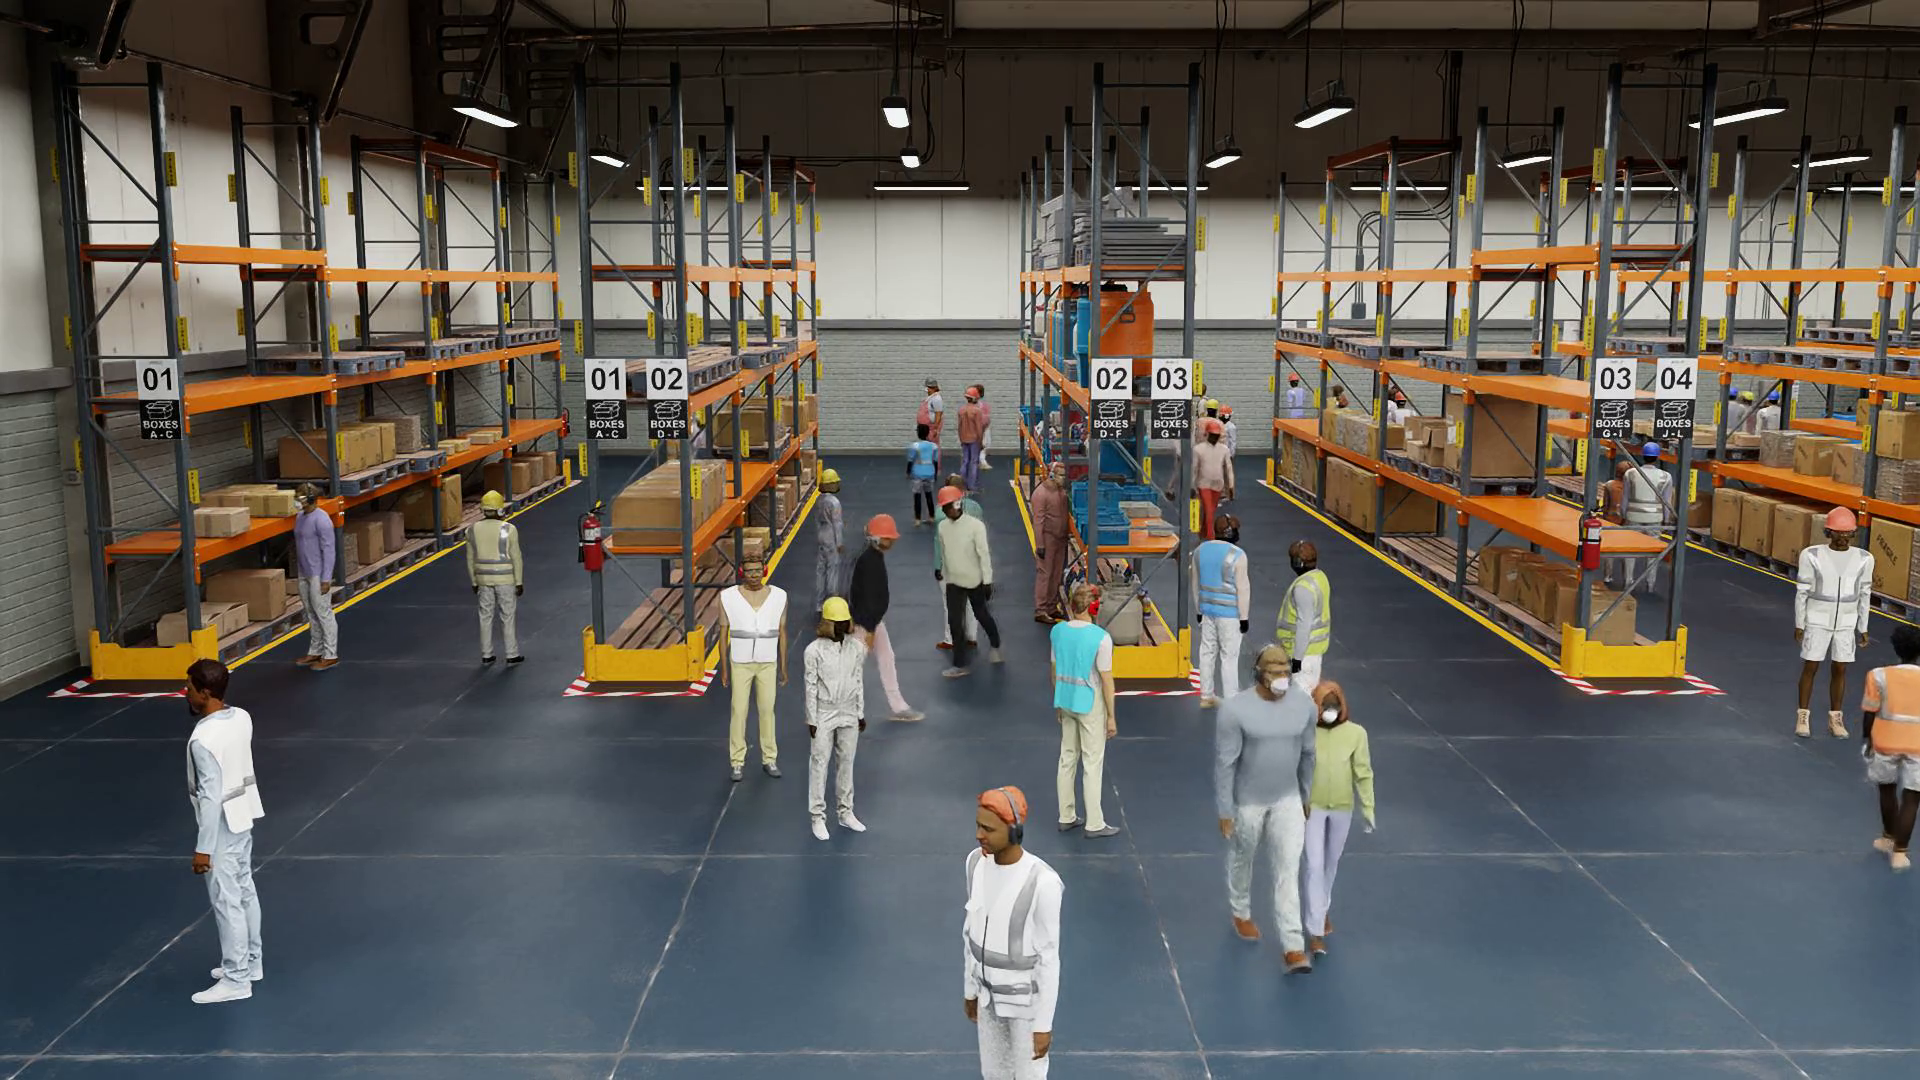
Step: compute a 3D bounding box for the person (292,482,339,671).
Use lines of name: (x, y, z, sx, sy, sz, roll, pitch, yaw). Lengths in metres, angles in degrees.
person: (-6.646, 0.367, 17.109, 0.636, 1.938, 0.355, 8, 12, 43)

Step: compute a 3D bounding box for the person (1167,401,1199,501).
person: (4.072, -1.587, 29.933, 0.639, 1.866, 0.964, -4, 10, -25)

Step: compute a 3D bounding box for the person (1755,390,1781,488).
person: (15.297, -1.856, 31.370, 0.607, 1.951, 0.381, 1, 9, 7)

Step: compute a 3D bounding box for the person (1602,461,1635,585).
person: (8.710, -0.221, 21.882, 0.528, 1.637, 0.356, 8, 12, 43)

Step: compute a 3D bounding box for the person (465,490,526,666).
person: (-4.796, 0.400, 17.226, 0.591, 1.837, 0.403, 1, 9, 8)

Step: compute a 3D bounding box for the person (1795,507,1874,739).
person: (7.602, 0.722, 14.489, 0.605, 2.045, 0.377, 2, 9, 13)

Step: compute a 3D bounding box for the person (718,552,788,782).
person: (-1.654, 0.999, 13.341, 0.567, 1.846, 0.389, -3, 9, -18)

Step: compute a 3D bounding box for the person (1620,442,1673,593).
person: (8.774, -0.279, 21.286, 0.613, 1.942, 0.406, 4, 10, 26)

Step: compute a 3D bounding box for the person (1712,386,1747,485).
person: (15.096, -2.047, 32.649, 0.648, 1.930, 0.463, 3, 9, 19)

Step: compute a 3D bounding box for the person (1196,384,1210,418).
person: (5.125, -2.391, 35.185, 0.348, 1.839, 0.503, 3, 9, 20)

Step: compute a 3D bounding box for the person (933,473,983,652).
person: (-0.025, 0.243, 17.944, 0.629, 1.932, 0.365, -7, 12, -40)

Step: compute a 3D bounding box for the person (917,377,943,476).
person: (-0.618, -2.334, 34.159, 0.539, 2.000, 0.688, -2, 9, -14)

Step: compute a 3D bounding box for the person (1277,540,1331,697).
person: (2.863, 0.916, 13.904, 0.430, 1.839, 0.625, 4, 10, 24)

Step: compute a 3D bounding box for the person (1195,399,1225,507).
person: (4.421, -1.528, 29.400, 0.586, 1.916, 0.426, 7, 11, 39)

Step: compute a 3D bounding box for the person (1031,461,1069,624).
person: (1.089, 0.024, 19.470, 0.400, 1.898, 0.650, 6, 11, 33)

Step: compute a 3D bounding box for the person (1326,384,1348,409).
person: (7.927, -2.369, 35.092, 0.476, 1.826, 0.630, -8, 12, -41)

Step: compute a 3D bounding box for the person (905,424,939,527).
person: (-0.613, -1.053, 27.056, 0.540, 1.682, 0.404, -6, 11, -36)

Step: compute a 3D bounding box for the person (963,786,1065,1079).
person: (0.210, 1.959, 7.083, 0.356, 1.879, 0.576, -7, 11, -38)

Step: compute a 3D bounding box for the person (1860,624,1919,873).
person: (6.427, 1.397, 11.299, 0.564, 1.677, 0.554, 6, 11, 36)

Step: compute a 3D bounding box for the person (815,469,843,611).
person: (-1.555, 0.015, 19.993, 0.289, 1.746, 0.485, -7, 11, -37)

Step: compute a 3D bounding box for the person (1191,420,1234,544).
person: (3.728, -0.819, 24.721, 0.631, 1.950, 1.022, -2, 9, -14)

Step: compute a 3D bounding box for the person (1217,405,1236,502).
person: (4.794, -1.566, 30.137, 0.342, 1.749, 0.572, -2, 9, -12)

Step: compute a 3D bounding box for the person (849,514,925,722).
person: (-0.863, 0.715, 14.954, 0.996, 1.933, 0.681, 1, 9, 6)

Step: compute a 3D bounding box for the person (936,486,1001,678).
person: (0.099, 0.388, 17.025, 0.661, 1.931, 0.956, 6, 11, 33)

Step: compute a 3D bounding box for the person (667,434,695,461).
person: (-4.709, -1.238, 27.673, 0.573, 1.875, 0.980, -4, 10, -22)

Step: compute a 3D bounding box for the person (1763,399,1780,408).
person: (16.326, -2.090, 33.581, 0.317, 1.733, 0.491, 0, 9, -3)

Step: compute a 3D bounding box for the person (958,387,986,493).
person: (0.224, -1.879, 31.371, 0.379, 1.996, 0.609, -8, 12, -43)

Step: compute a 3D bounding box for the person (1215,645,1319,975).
person: (1.801, 1.542, 9.711, 0.650, 1.883, 1.037, -1, 9, -8)

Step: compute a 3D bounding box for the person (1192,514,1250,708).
person: (2.443, 0.678, 15.434, 0.430, 1.840, 0.623, -7, 11, -39)

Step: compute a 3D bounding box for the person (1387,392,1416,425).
person: (8.261, -1.820, 31.232, 0.547, 1.929, 0.386, 1, 9, 4)

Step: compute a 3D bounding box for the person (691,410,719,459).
person: (-4.543, -1.441, 29.239, 0.608, 1.789, 0.934, 0, 9, 2)

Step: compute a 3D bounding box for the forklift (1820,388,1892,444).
forklift: (20.072, -3.110, 36.462, 1.873, 2.768, 1.129, 0, 9, 0)

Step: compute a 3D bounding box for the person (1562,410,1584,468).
person: (12.446, -2.138, 33.635, 0.545, 1.804, 0.686, 4, 10, 22)

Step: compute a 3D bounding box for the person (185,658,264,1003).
person: (-4.091, 1.599, 9.248, 0.387, 1.919, 0.594, -1, 9, -5)

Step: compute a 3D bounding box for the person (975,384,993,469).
person: (0.466, -2.414, 35.380, 0.479, 1.820, 0.654, 4, 10, 26)

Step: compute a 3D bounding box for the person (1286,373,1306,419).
person: (7.522, -2.793, 37.434, 0.543, 1.940, 0.360, -6, 11, -36)

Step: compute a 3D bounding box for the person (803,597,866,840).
person: (-0.887, 1.266, 11.955, 0.486, 1.744, 0.294, -6, 11, -36)

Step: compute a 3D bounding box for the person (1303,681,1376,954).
person: (2.211, 1.648, 9.945, 0.507, 1.601, 0.745, 0, 9, -2)

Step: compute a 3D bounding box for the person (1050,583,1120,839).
person: (0.878, 1.221, 11.918, 0.567, 1.845, 0.389, 9, 12, 44)
